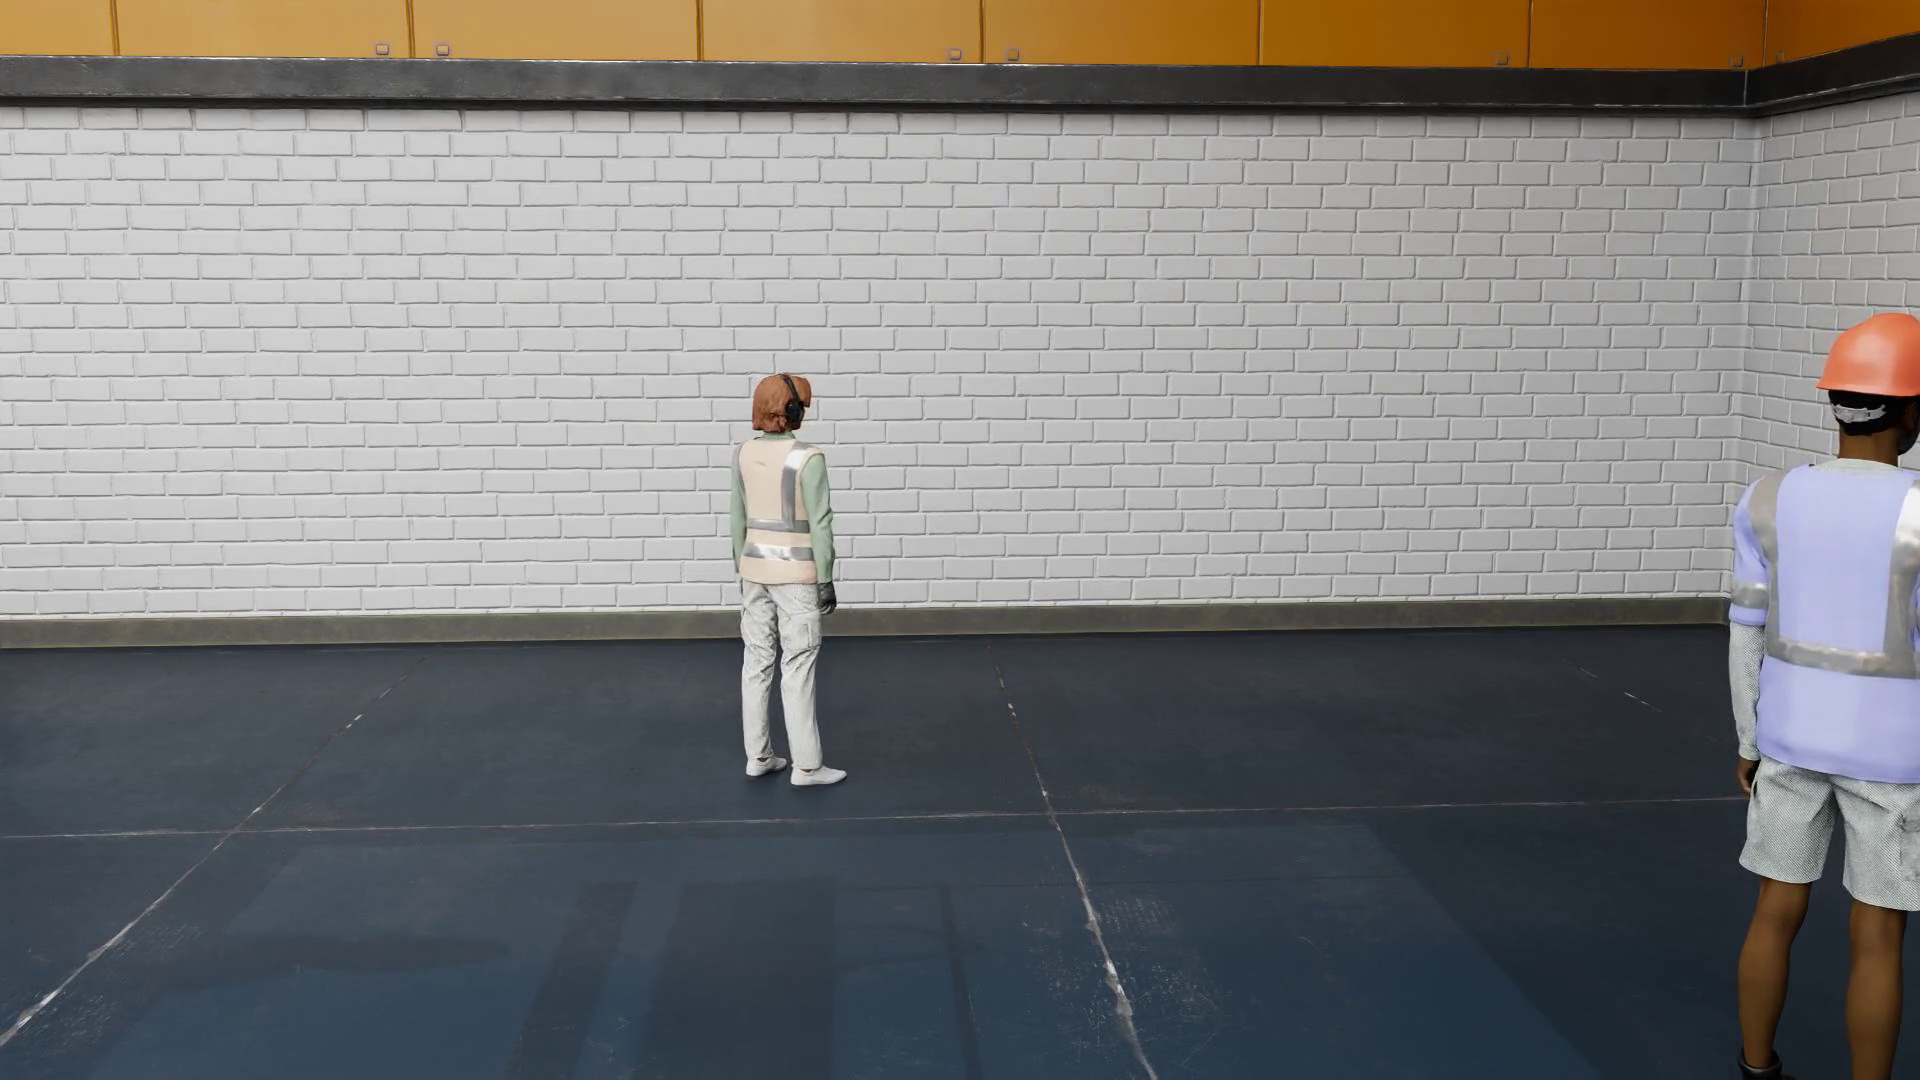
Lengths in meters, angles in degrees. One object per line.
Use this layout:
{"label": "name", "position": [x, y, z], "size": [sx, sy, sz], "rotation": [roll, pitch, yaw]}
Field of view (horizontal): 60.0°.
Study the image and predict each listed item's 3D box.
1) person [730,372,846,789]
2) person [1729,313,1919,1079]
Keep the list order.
{"label": "person", "position": [-0.700, 0.163, 6.587], "size": [0.513, 1.642, 0.313], "rotation": [7, 11, 38]}
{"label": "person", "position": [2.016, 0.464, 3.767], "size": [0.355, 1.938, 0.545], "rotation": [-7, 11, -38]}
